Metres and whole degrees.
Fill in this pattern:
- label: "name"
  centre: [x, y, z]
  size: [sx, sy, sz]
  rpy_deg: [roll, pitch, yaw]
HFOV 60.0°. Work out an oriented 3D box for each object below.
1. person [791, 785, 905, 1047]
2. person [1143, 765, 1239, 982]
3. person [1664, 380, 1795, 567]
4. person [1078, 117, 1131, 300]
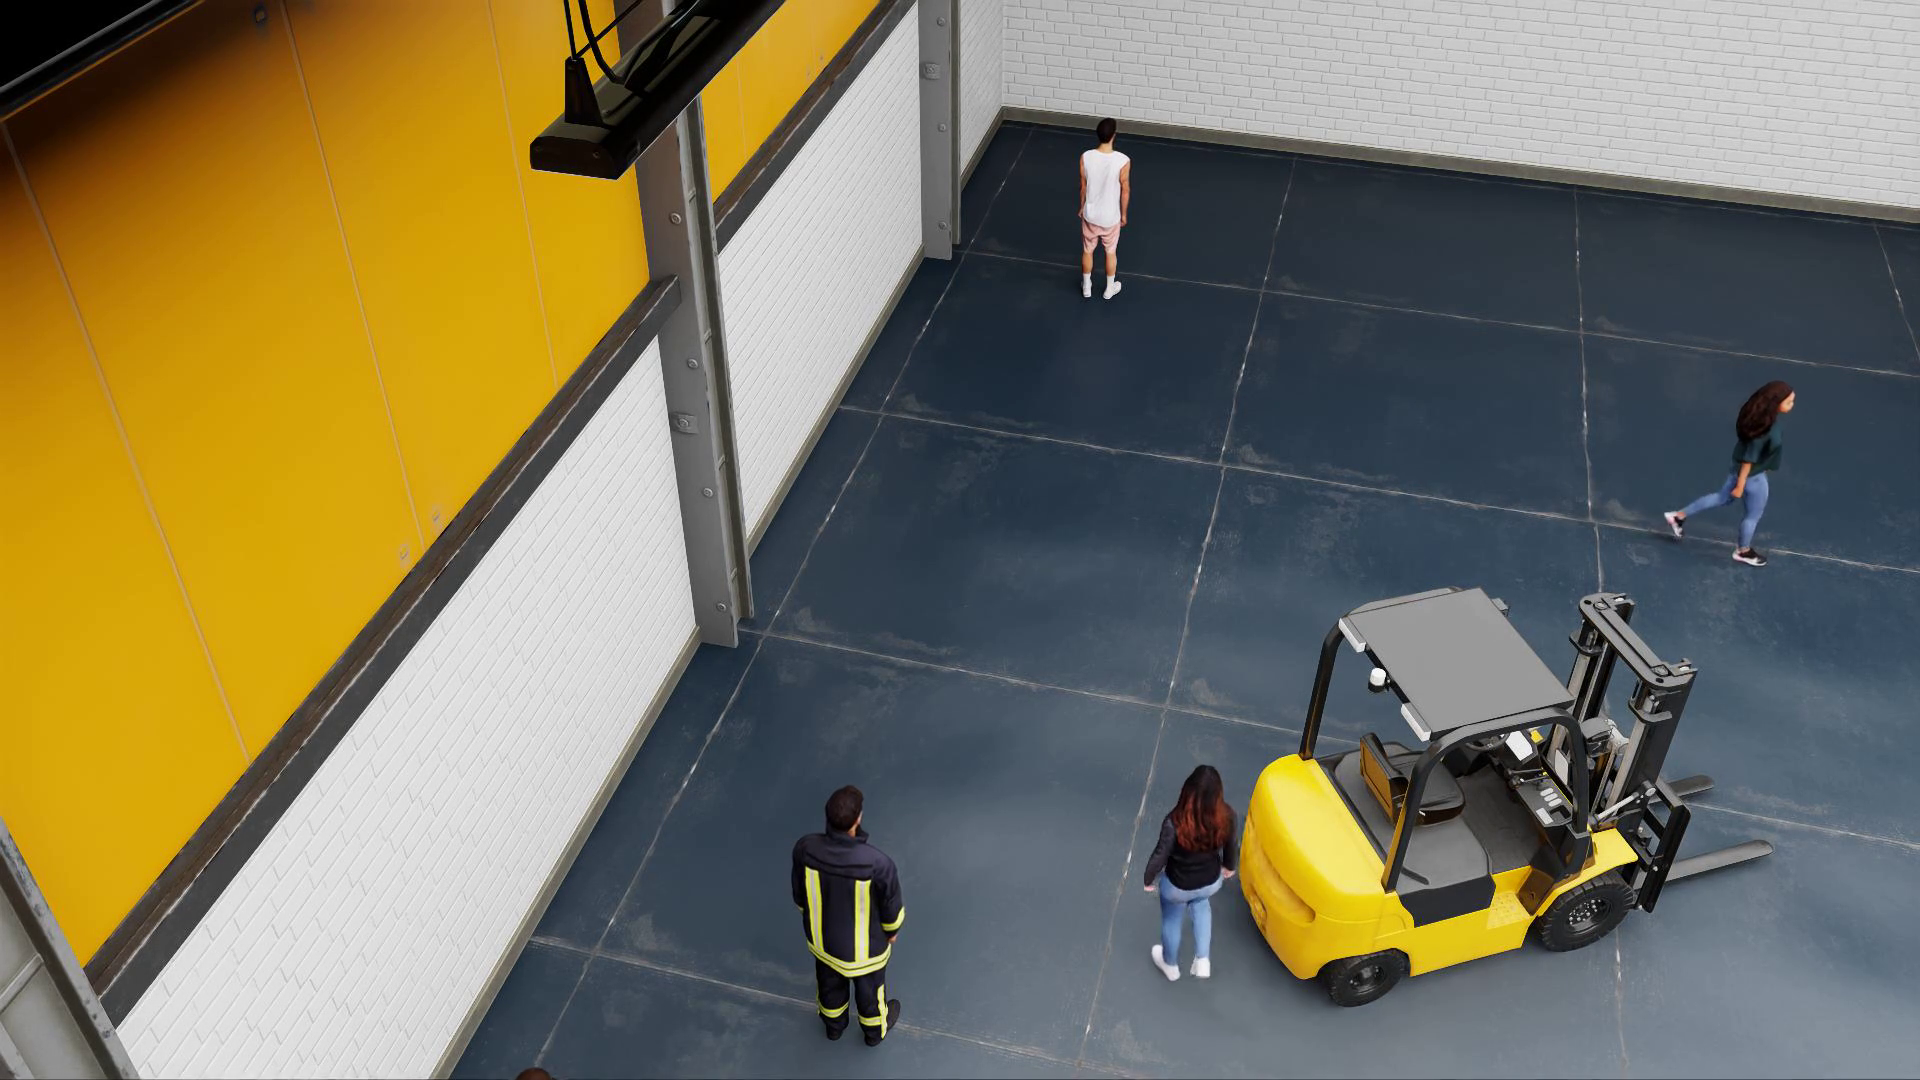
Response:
- label: "person"
  centre: [-0.610, 2.076, 9.077]
  size: [0.767, 1.927, 0.646]
  rpy_deg: [11, 40, 13]
- label: "person"
  centre: [1.363, 1.958, 9.466]
  size: [0.861, 1.626, 0.900]
  rpy_deg: [-14, 41, -16]
- label: "person"
  centre: [5.901, -0.537, 12.616]
  size: [0.697, 1.595, 0.984]
  rpy_deg: [14, 41, 16]
- label: "person"
  centre: [1.333, -3.109, 15.681]
  size: [0.625, 1.788, 0.560]
  rpy_deg: [11, 40, 13]
